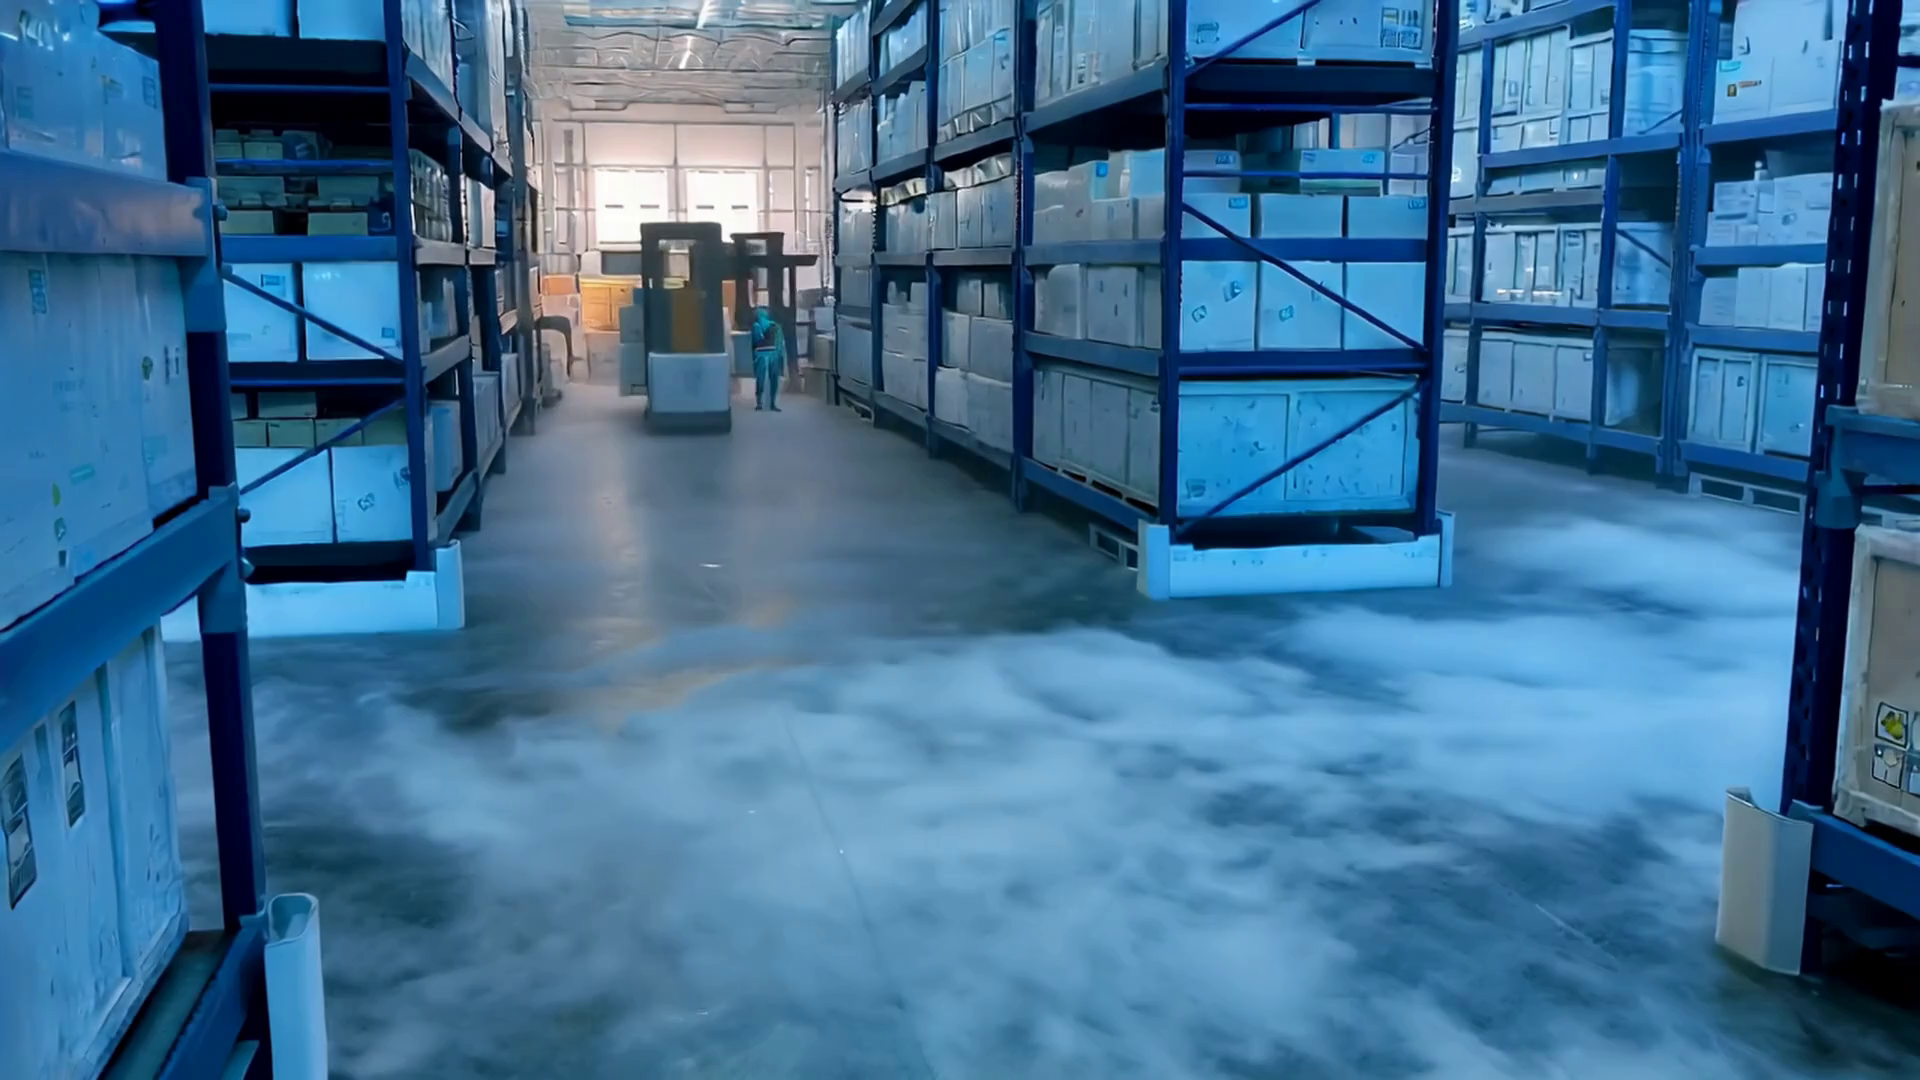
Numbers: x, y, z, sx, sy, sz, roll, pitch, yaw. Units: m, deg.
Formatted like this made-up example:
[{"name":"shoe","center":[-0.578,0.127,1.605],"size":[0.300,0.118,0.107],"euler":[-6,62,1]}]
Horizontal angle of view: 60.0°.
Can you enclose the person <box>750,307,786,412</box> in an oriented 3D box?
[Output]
[{"name":"person","center":[-2.940,-2.750,25.460],"size":[0.569,1.622,0.349],"euler":[-1,9,-7]}]

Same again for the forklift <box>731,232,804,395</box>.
[{"name":"forklift","center":[-3.530,-3.992,29.156],"size":[1.129,2.768,1.873],"euler":[6,11,32]}]

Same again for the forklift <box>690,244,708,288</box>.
[{"name":"forklift","center":[-6.844,-6.465,44.229],"size":[1.873,2.768,1.129],"euler":[0,9,3]}]

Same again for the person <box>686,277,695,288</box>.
[{"name":"person","center":[-8.132,-7.019,50.480],"size":[0.376,1.937,0.629],"euler":[-8,12,-39]}]

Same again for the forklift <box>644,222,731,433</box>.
[{"name":"forklift","center":[-3.743,-2.923,22.638],"size":[1.129,2.768,1.873],"euler":[-2,10,-12]}]
